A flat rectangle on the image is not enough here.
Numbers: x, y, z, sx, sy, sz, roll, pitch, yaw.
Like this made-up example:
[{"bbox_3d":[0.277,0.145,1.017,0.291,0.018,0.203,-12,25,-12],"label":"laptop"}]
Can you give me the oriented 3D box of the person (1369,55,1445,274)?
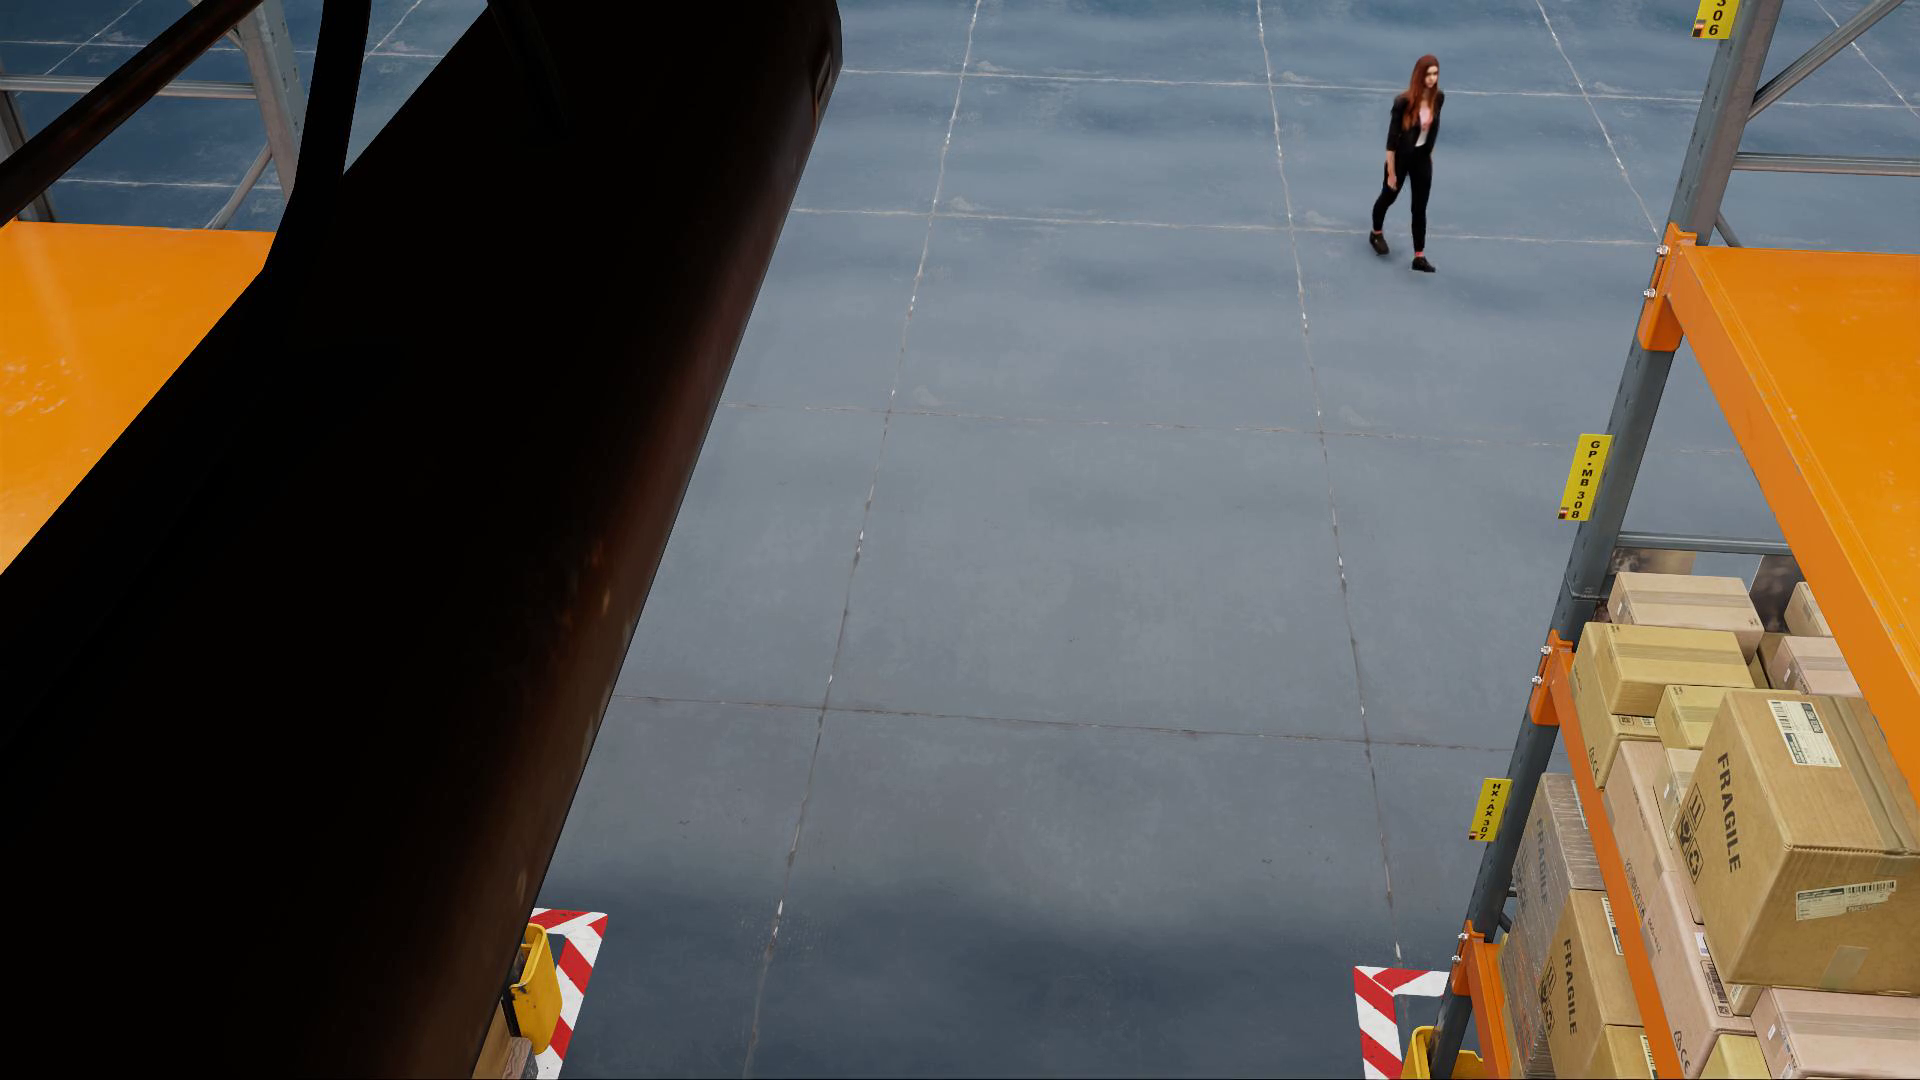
[{"bbox_3d":[3.430,-2.976,12.939,0.854,1.678,1.135,-9,39,-11],"label":"person"}]
